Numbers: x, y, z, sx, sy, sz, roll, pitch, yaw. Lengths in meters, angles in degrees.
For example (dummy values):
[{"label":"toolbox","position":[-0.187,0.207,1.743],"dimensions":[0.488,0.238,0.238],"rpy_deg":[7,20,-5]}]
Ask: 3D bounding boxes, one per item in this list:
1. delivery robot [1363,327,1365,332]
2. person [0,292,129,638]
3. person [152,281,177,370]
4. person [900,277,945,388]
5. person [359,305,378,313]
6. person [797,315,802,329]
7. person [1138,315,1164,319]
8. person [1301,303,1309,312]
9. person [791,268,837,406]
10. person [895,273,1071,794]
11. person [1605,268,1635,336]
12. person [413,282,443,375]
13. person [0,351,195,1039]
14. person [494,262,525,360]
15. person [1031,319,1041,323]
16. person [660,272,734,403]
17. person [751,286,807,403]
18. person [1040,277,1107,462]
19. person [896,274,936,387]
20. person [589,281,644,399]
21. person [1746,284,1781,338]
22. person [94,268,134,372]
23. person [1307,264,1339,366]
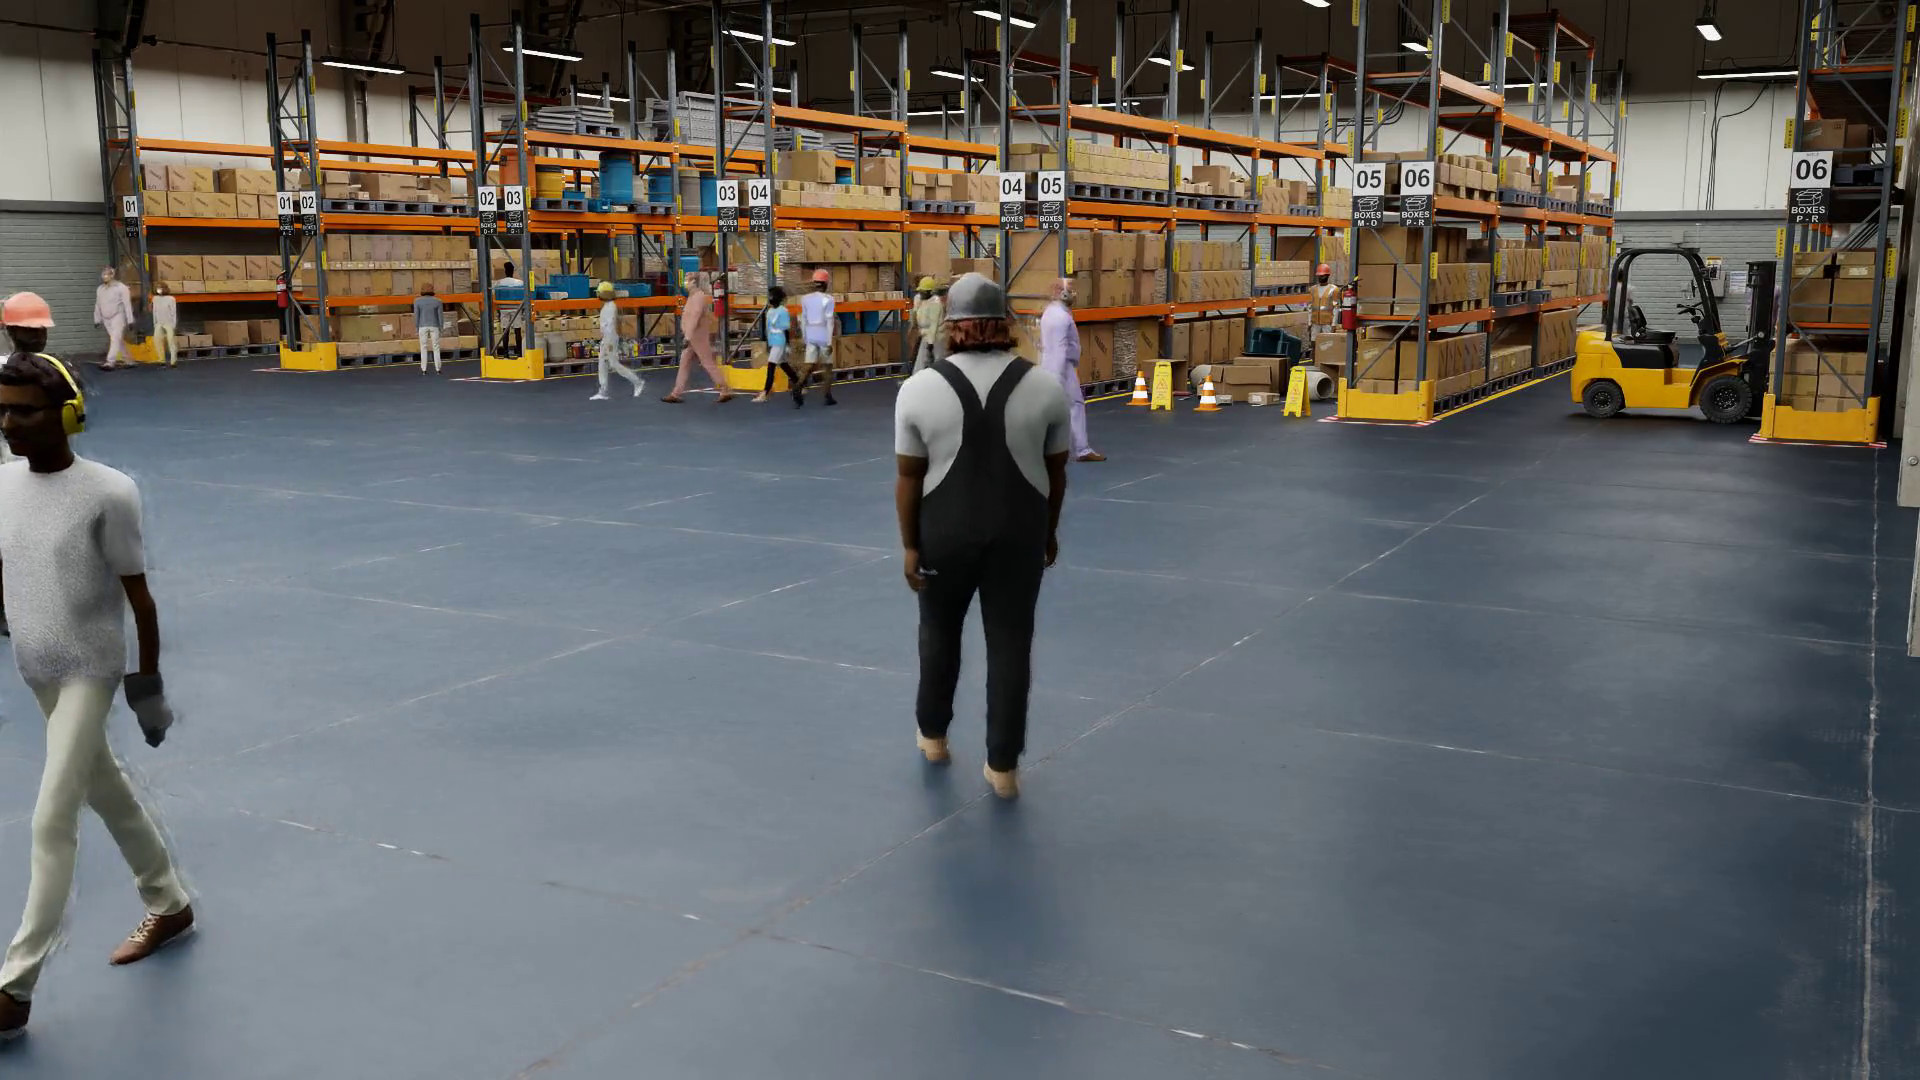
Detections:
[{"label":"delivery robot","position":[9.227,-4.662,37.601],"dimensions":[0.707,0.478,0.477],"rpy_deg":[-1,10,-4]},{"label":"person","position":[-4.948,-0.378,8.921],"dimensions":[0.971,1.885,0.560],"rpy_deg":[6,12,33]},{"label":"person","position":[-14.562,-3.912,30.353],"dimensions":[0.523,1.613,0.556],"rpy_deg":[2,10,11]},{"label":"person","position":[-0.458,-3.045,24.885],"dimensions":[0.917,1.758,0.648],"rpy_deg":[-4,11,-23]},{"label":"person","position":[-11.857,-4.505,33.240],"dimensions":[0.596,1.829,0.974],"rpy_deg":[6,11,31]},{"label":"person","position":[-2.601,-3.923,29.552],"dimensions":[0.626,1.931,0.376],"rpy_deg":[0,10,-1]},{"label":"person","position":[3.604,-4.161,31.051],"dimensions":[0.585,1.891,0.502],"rpy_deg":[1,10,4]},{"label":"person","position":[8.150,-5.496,38.828],"dimensions":[0.530,1.917,0.559],"rpy_deg":[7,12,37]},{"label":"person","position":[-1.991,-2.771,22.868],"dimensions":[0.553,1.912,0.814],"rpy_deg":[5,11,29]},{"label":"person","position":[0.080,-0.069,6.642],"dimensions":[0.688,2.000,0.866],"rpy_deg":[-1,10,-3]},{"label":"person","position":[12.483,-4.204,31.445],"dimensions":[0.546,1.834,0.877],"rpy_deg":[6,11,31]},{"label":"person","position":[-9.320,-3.712,29.195],"dimensions":[0.493,1.624,0.281],"rpy_deg":[-4,10,-21]},{"label":"person","position":[-2.506,0.397,4.576],"dimensions":[0.513,1.820,0.977],"rpy_deg":[4,10,22]},{"label":"person","position":[-8.977,-4.578,33.263],"dimensions":[0.617,1.963,0.361],"rpy_deg":[0,10,-1]},{"label":"person","position":[1.420,-3.552,27.066],"dimensions":[0.606,2.035,0.403],"rpy_deg":[5,11,27]},{"label":"person","position":[-3.706,-2.852,23.495],"dimensions":[1.013,1.861,0.656],"rpy_deg":[-3,10,-19]},{"label":"person","position":[-2.561,-2.784,23.671],"dimensions":[0.888,1.656,0.537],"rpy_deg":[-5,11,-27]},{"label":"person","position":[0.961,-1.706,16.741],"dimensions":[0.957,1.870,0.640],"rpy_deg":[-2,10,-11]},{"label":"person","position":[-0.530,-3.274,26.156],"dimensions":[0.968,1.800,0.505],"rpy_deg":[3,10,16]},{"label":"person","position":[-4.992,-2.887,24.081],"dimensions":[0.721,1.726,0.488],"rpy_deg":[-4,11,-23]},{"label":"person","position":[13.923,-3.789,28.797],"dimensions":[0.583,1.918,0.405],"rpy_deg":[5,11,25]},{"label":"person","position":[-15.333,-3.982,30.088],"dimensions":[0.661,1.862,1.005],"rpy_deg":[3,10,17]},{"label":"person","position":[6.133,-3.696,28.178],"dimensions":[0.547,1.938,0.359],"rpy_deg":[7,12,36]}]
